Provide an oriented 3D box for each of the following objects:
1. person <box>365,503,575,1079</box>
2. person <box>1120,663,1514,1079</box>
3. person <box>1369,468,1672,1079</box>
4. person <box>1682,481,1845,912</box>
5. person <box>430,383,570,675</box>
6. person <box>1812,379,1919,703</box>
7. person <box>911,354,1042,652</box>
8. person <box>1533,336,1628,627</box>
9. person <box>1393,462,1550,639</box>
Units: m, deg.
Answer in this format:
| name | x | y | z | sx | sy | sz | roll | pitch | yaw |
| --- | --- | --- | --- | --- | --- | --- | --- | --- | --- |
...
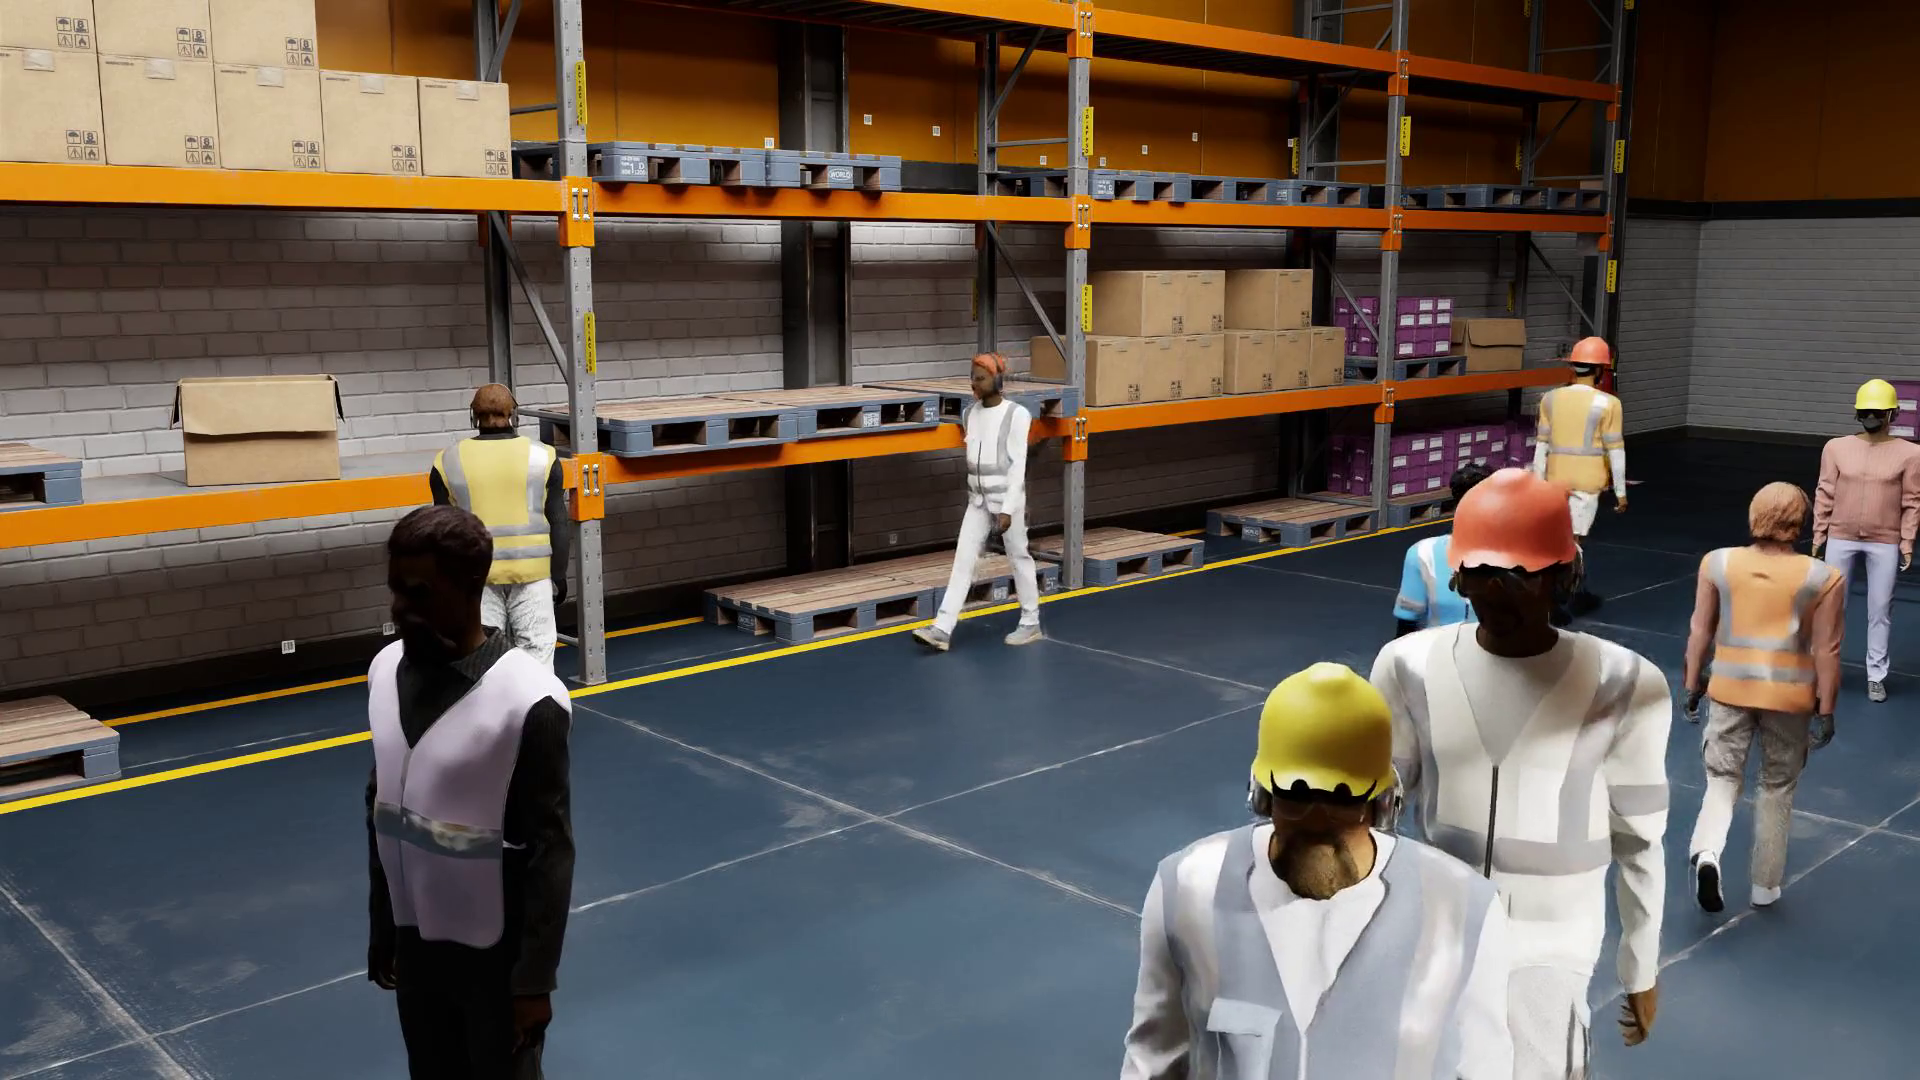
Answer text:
| name | x | y | z | sx | sy | sz | roll | pitch | yaw |
| --- | --- | --- | --- | --- | --- | --- | --- | --- | --- |
| person | -1.072 | 0.865 | 3.639 | 0.593 | 1.917 | 0.391 | 6 | 12 | 33 |
| person | 0.520 | 1.095 | 2.579 | 0.620 | 1.813 | 0.674 | 4 | 10 | 21 |
| person | 1.080 | 0.856 | 3.448 | 0.634 | 1.994 | 1.012 | 6 | 12 | 33 |
| person | 2.893 | 0.600 | 6.060 | 0.539 | 1.614 | 0.589 | 7 | 12 | 35 |
| person | -2.174 | 0.171 | 7.937 | 0.624 | 1.840 | 0.429 | -2 | 10 | -13 |
| person | 4.960 | 0.003 | 9.127 | 0.525 | 1.769 | 0.311 | 7 | 12 | 35 |
| person | 0.162 | -0.215 | 10.199 | 0.583 | 1.827 | 0.990 | 9 | 13 | 43 |
| person | 4.154 | -0.385 | 10.994 | 0.906 | 1.896 | 0.564 | -8 | 12 | -38 |
| person | 1.878 | 0.541 | 6.197 | 0.555 | 1.677 | 0.488 | 5 | 11 | 27 |
